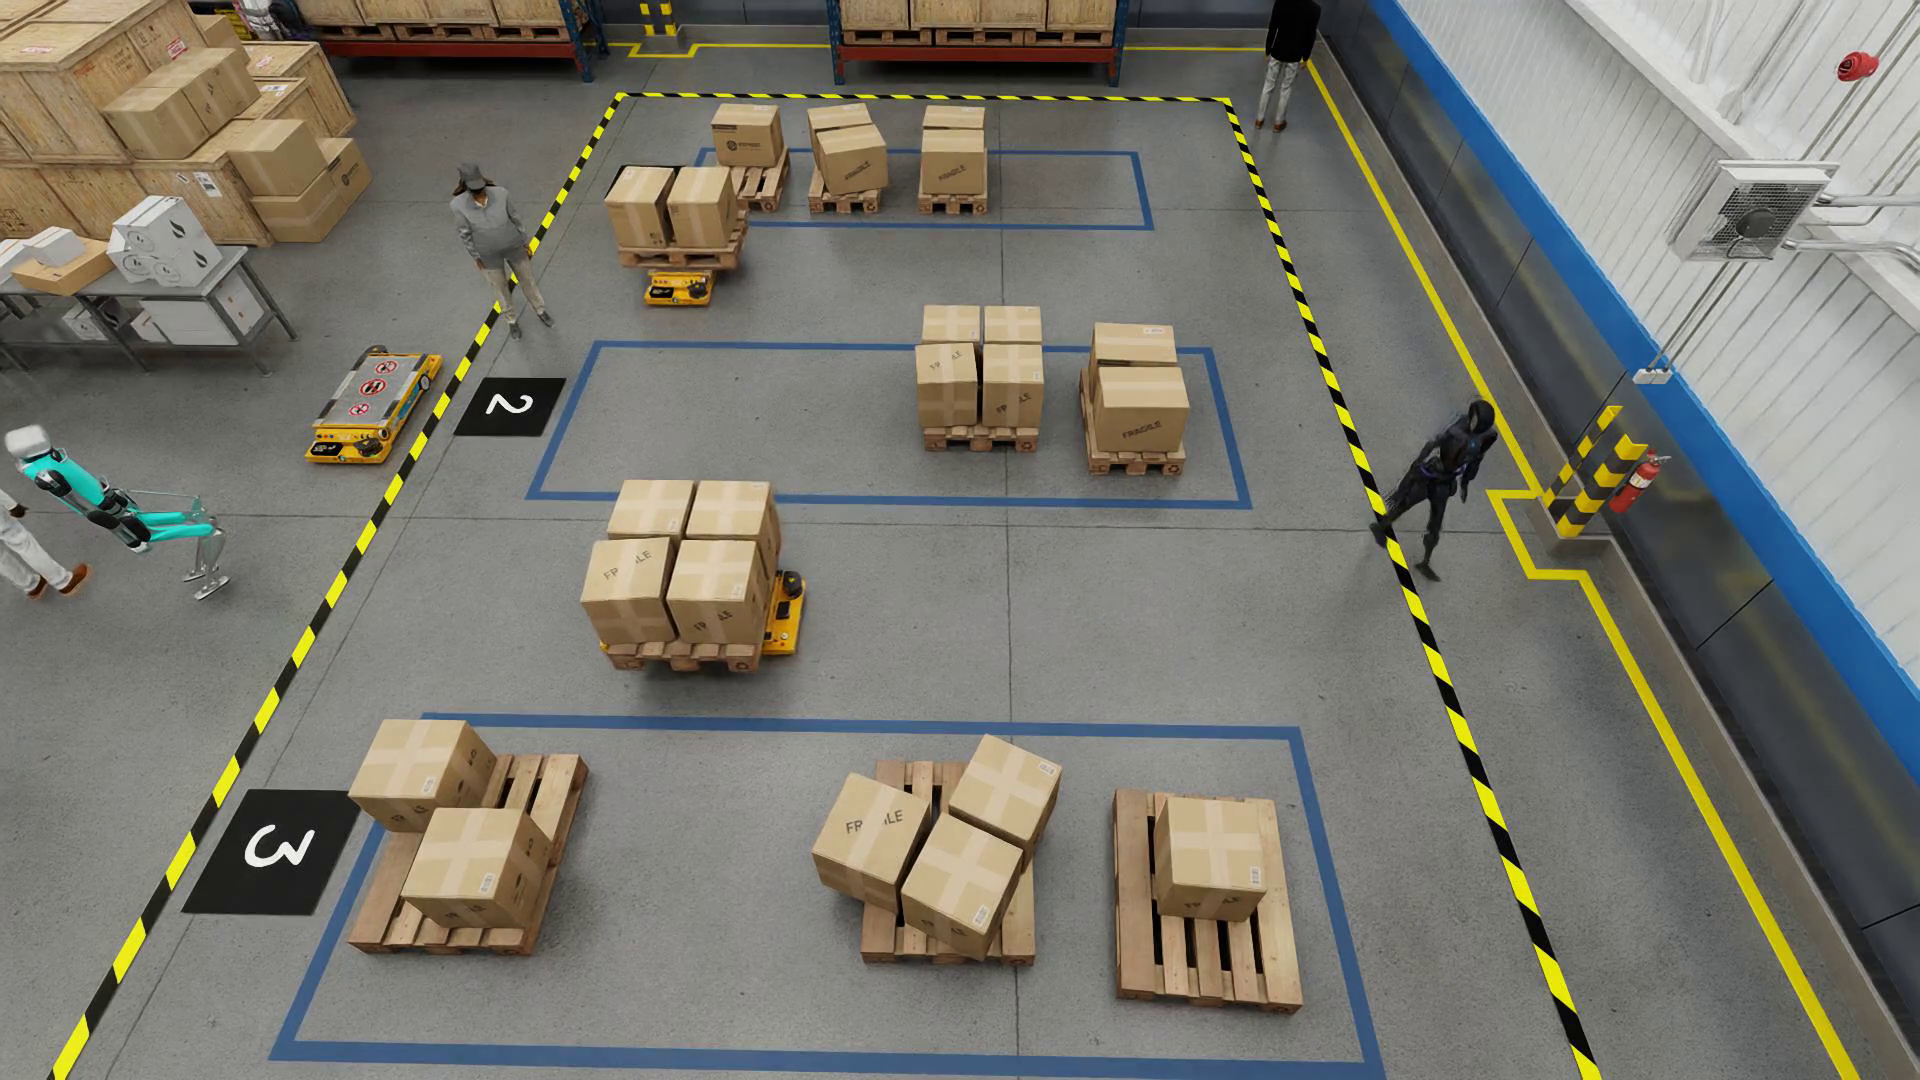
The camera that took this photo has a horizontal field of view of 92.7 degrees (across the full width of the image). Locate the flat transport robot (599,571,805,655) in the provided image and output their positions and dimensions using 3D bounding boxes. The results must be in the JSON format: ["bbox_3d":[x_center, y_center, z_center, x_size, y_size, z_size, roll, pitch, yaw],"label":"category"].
[{"bbox_3d":[-1.928,0.530,6.901,1.431,0.197,0.652,1,50,1],"label":"flat transport robot"}]

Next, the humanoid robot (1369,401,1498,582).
[{"bbox_3d":[3.535,-0.391,6.792,0.610,1.624,0.718,-7,50,-6],"label":"humanoid robot"}]

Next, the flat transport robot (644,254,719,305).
[{"bbox_3d":[-2.940,-3.056,9.934,0.652,0.197,1.431,1,50,1],"label":"flat transport robot"}]

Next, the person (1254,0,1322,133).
[{"bbox_3d":[4.083,-6.072,11.448,0.586,1.884,0.361,22,53,17],"label":"person"}]

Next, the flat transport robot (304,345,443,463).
[{"bbox_3d":[-5.383,-1.269,8.441,0.659,0.231,1.431,1,50,1],"label":"flat transport robot"}]

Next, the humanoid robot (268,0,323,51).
[{"bbox_3d":[-8.490,-6.362,11.827,0.330,1.652,0.594,1,50,1],"label":"humanoid robot"}]

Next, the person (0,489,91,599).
[{"bbox_3d":[-7.063,-0.245,6.522,0.585,1.878,0.376,-8,50,-7],"label":"person"}]

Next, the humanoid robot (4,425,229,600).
[{"bbox_3d":[-5.779,-0.246,6.523,0.735,1.680,0.533,-35,58,-26],"label":"humanoid robot"}]

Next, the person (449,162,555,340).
[{"bbox_3d":[-4.374,-2.761,8.722,0.561,1.764,0.402,-28,55,-22],"label":"person"}]

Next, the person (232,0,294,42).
[{"bbox_3d":[-9.145,-6.841,12.128,0.589,1.837,0.404,-20,53,-16],"label":"person"}]
